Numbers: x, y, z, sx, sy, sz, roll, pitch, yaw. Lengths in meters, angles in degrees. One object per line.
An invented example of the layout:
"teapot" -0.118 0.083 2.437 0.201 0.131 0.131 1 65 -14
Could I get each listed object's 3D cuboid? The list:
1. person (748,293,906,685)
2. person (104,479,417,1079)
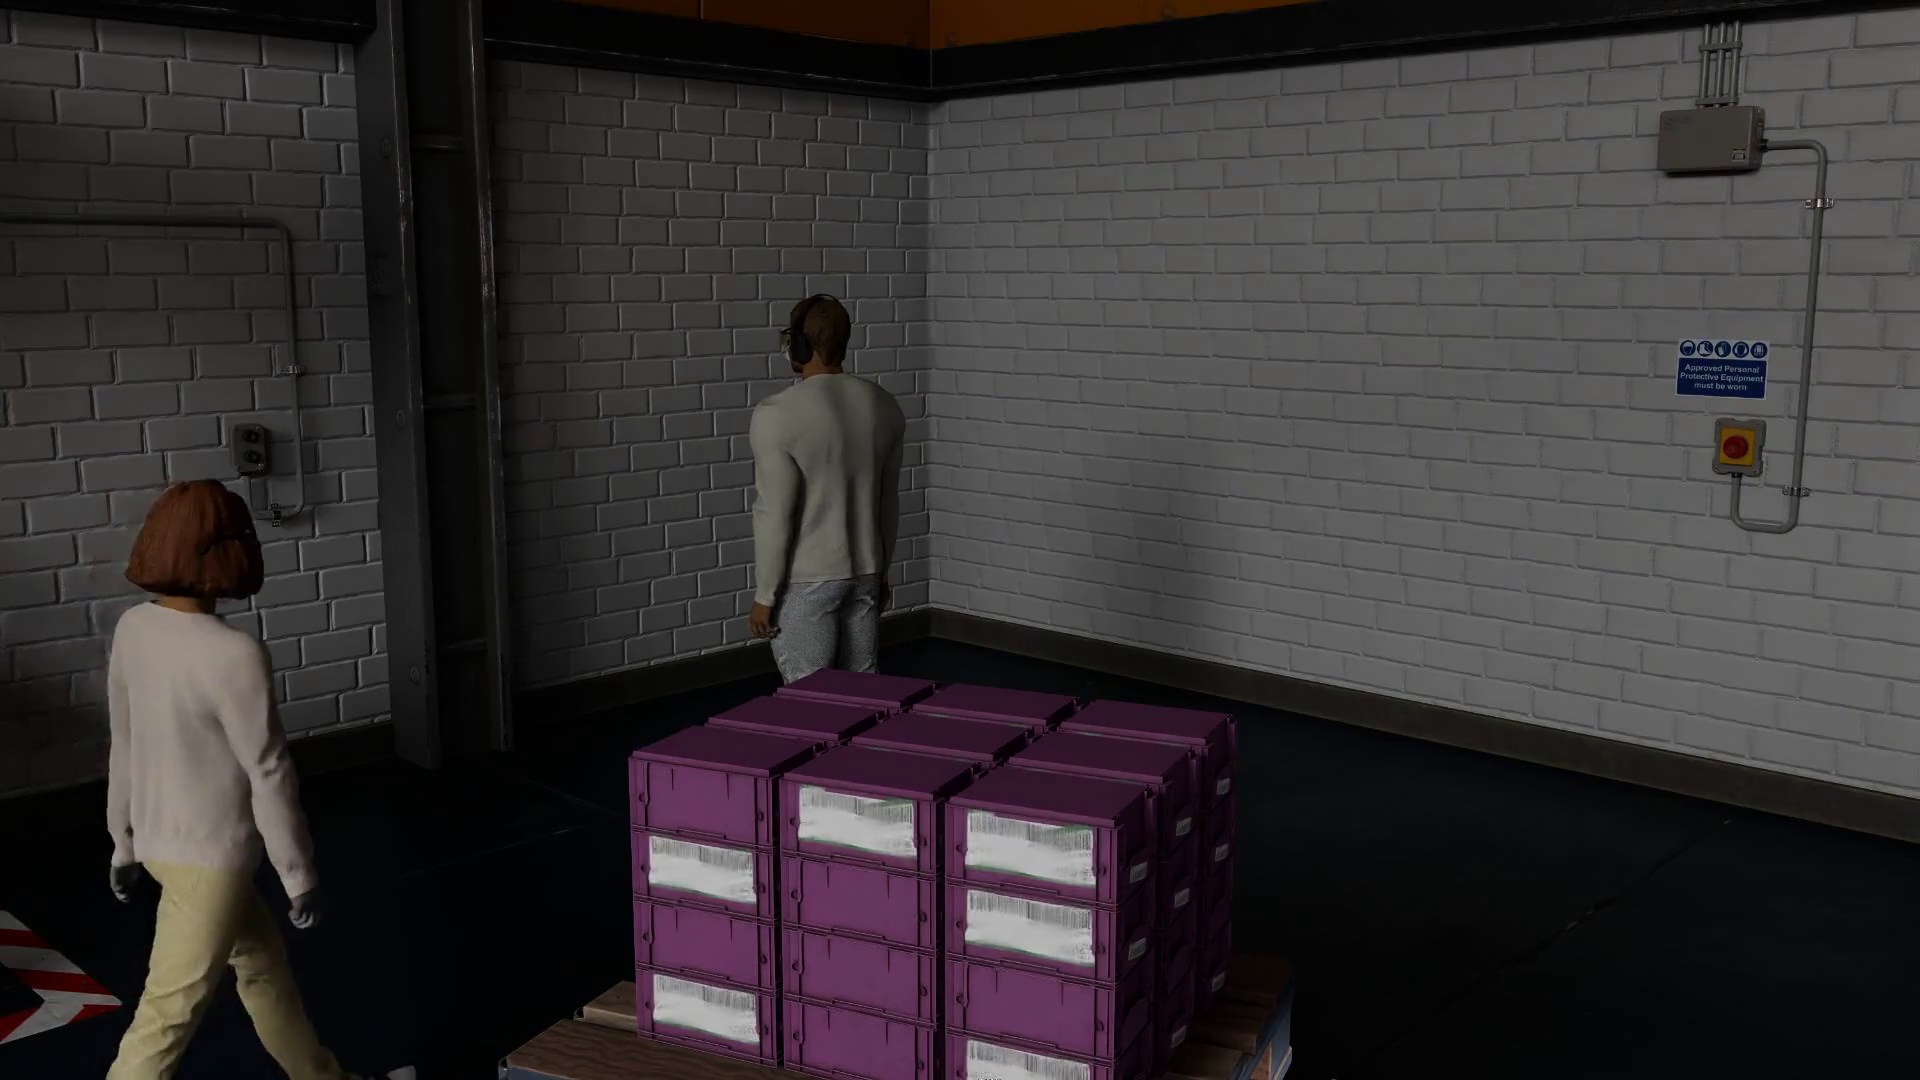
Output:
"person" -0.462 0.140 5.664 0.372 1.940 0.629 9 13 42
"person" -1.572 0.660 3.534 0.517 1.582 0.880 7 12 38
